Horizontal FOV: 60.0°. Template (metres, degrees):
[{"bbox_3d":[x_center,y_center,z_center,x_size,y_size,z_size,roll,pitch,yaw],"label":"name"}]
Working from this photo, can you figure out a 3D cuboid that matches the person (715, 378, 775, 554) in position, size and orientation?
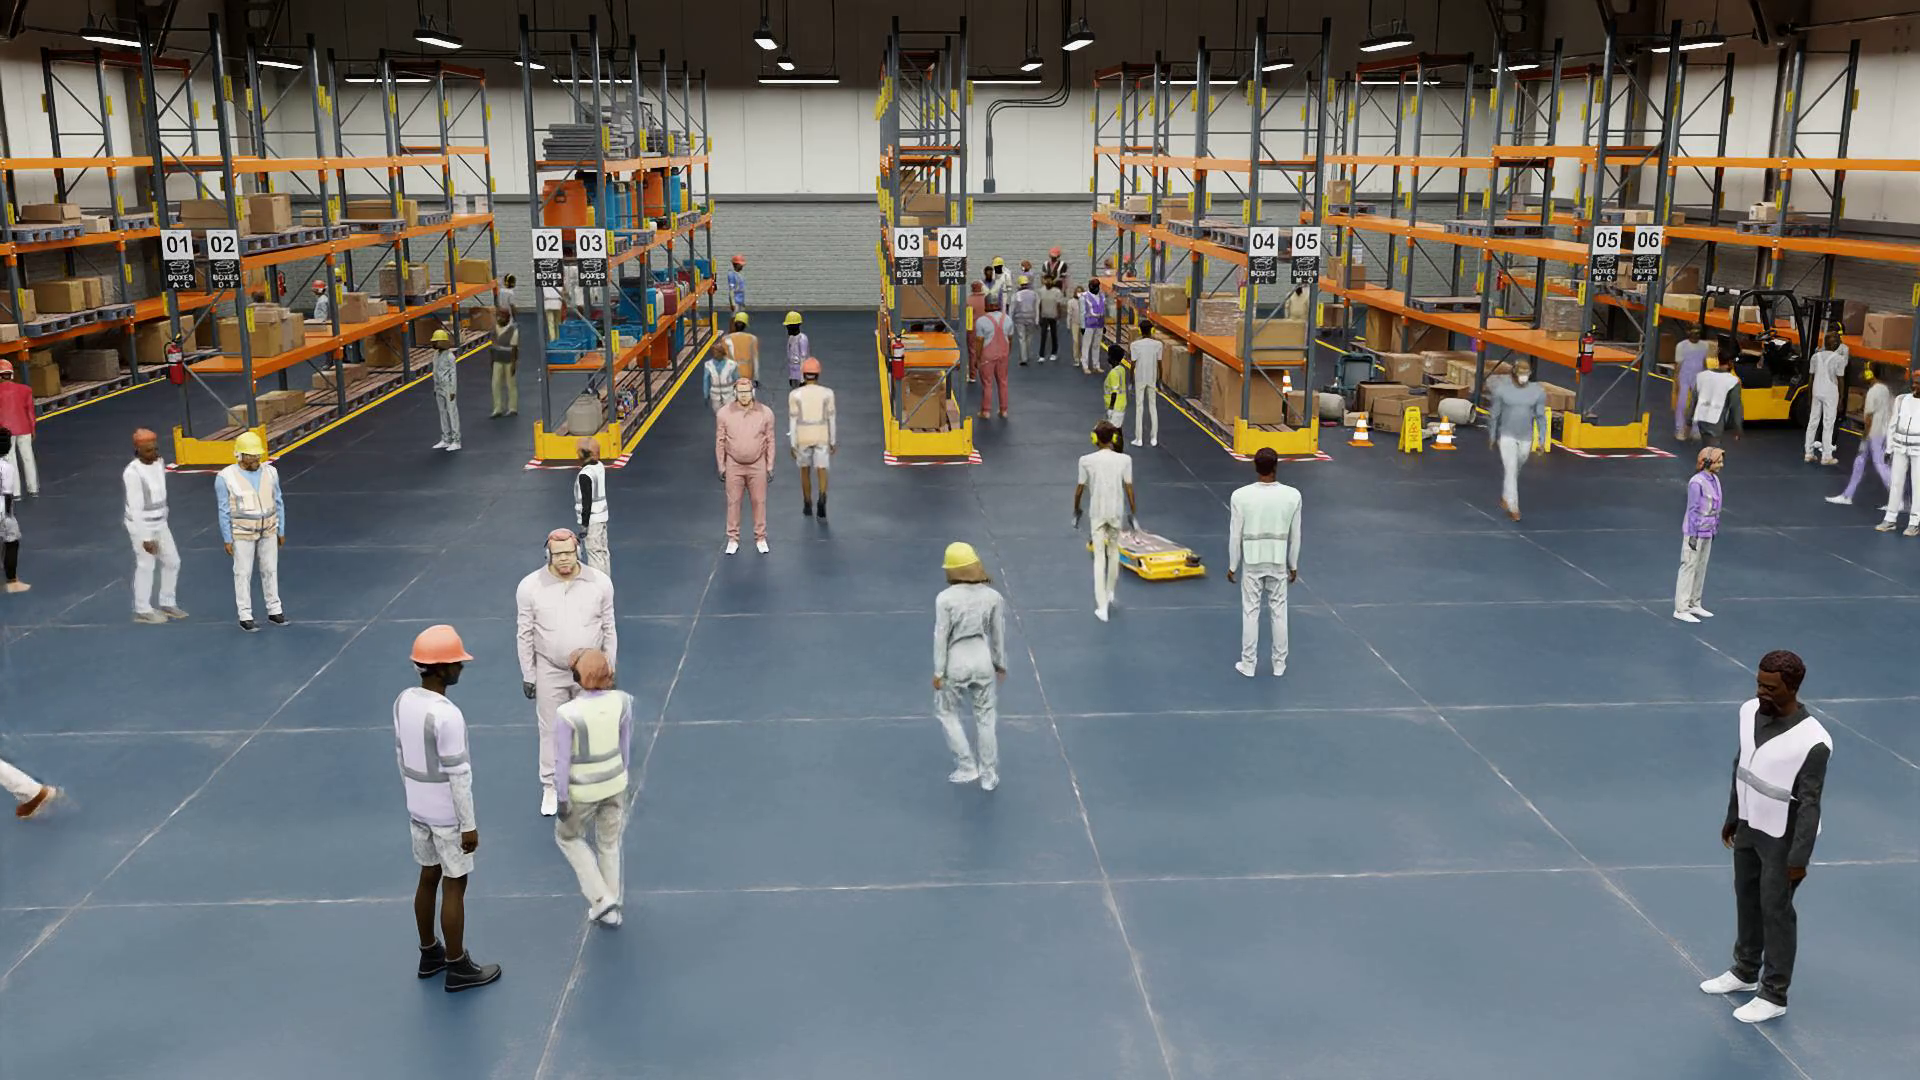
[{"bbox_3d":[-2.305,-0.795,17.924,0.643,1.909,0.410,-2,13,-9],"label":"person"}]

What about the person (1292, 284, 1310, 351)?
[{"bbox_3d":[7.372,-4.904,35.674,0.531,1.735,0.716,5,14,21],"label":"person"}]

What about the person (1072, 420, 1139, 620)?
[{"bbox_3d":[1.358,-0.221,15.683,0.581,1.815,0.950,-1,13,-4],"label":"person"}]

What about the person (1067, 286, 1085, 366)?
[{"bbox_3d":[2.391,-4.270,33.268,0.523,1.614,0.517,0,13,-2],"label":"person"}]

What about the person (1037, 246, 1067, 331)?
[{"bbox_3d":[2.184,-5.979,39.651,0.659,2.012,0.658,8,15,30],"label":"person"}]

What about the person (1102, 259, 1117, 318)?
[{"bbox_3d":[3.733,-6.158,41.255,0.403,1.610,0.534,10,16,35],"label":"person"}]

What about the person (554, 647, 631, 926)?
[{"bbox_3d":[-2.051,1.385,9.285,0.377,1.626,0.539,12,18,41],"label":"person"}]

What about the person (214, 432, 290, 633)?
[{"bbox_3d":[-6.394,-0.077,15.067,0.403,1.824,0.591,12,18,41],"label":"person"}]

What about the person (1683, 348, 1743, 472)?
[{"bbox_3d":[9.449,-1.460,20.784,0.759,1.882,0.666,-8,15,-29],"label":"person"}]

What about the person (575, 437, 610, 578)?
[{"bbox_3d":[-3.509,-0.182,15.889,0.307,1.645,0.513,1,13,3],"label":"person"}]

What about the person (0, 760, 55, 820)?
[{"bbox_3d":[-6.336,0.978,10.407,1.005,1.930,0.624,-10,17,-36],"label":"person"}]

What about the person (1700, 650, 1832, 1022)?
[{"bbox_3d":[4.072,1.465,8.345,0.397,1.911,0.587,-2,13,-10],"label":"person"}]

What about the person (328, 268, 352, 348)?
[{"bbox_3d":[-13.525,-5.046,36.281,0.485,1.745,0.296,-12,18,-42],"label":"person"}]

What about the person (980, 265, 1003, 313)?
[{"bbox_3d":[0.609,-4.865,35.200,0.597,1.899,0.739,-3,14,-13],"label":"person"}]

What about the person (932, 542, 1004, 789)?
[{"bbox_3d":[0.057,0.861,11.292,0.572,1.724,0.360,-6,15,-24],"label":"person"}]

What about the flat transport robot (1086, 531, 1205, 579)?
[{"bbox_3d":[1.935,0.130,17.507,0.652,0.197,1.431,-5,14,-21],"label":"flat transport robot"}]

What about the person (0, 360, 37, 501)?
[{"bbox_3d":[-11.788,-1.357,20.690,0.425,1.747,0.585,10,17,37],"label":"person"}]

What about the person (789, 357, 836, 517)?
[{"bbox_3d":[-1.732,-1.189,19.585,0.551,1.920,0.703,-2,13,-9],"label":"person"}]

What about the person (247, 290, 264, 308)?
[{"bbox_3d":[-13.526,-3.991,32.074,0.541,1.606,0.758,0,13,2],"label":"person"}]

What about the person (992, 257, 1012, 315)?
[{"bbox_3d":[0.868,-5.340,37.131,0.593,1.924,0.380,11,17,39],"label":"person"}]

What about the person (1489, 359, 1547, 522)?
[{"bbox_3d":[6.614,-1.221,19.789,0.639,1.894,1.022,1,13,4],"label":"person"}]

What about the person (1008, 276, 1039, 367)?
[{"bbox_3d":[1.231,-4.402,33.433,0.616,1.796,0.841,-4,14,-18],"label":"person"}]

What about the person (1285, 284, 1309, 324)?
[{"bbox_3d":[6.917,-4.517,34.066,0.579,1.727,0.698,4,14,17],"label":"person"}]

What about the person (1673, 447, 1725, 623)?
[{"bbox_3d":[6.849,-0.056,15.392,0.516,1.632,0.311,-13,18,-43],"label":"person"}]

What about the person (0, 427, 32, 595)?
[{"bbox_3d":[-9.413,-0.242,16.081,0.551,1.664,0.673,5,14,22],"label":"person"}]

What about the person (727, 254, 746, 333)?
[{"bbox_3d":[-4.837,-5.211,36.344,0.394,2.040,0.610,4,14,16],"label":"person"}]

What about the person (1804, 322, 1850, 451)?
[{"bbox_3d":[12.566,-2.216,24.023,0.325,1.871,0.521,-2,13,-8],"label":"person"}]

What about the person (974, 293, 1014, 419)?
[{"bbox_3d":[0.503,-2.996,26.962,0.673,2.000,0.536,-7,15,-28],"label":"person"}]

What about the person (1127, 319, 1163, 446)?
[{"bbox_3d":[2.720,-2.308,24.423,0.534,1.864,0.313,-2,13,-9],"label":"person"}]

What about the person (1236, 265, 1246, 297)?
[{"bbox_3d":[7.296,-6.720,43.322,0.316,1.769,0.523,2,13,9],"label":"person"}]

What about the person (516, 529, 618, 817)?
[{"bbox_3d":[-2.563,0.858,10.922,0.644,1.908,0.408,-5,14,-20],"label":"person"}]

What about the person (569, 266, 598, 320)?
[{"bbox_3d":[-8.854,-5.817,39.092,0.656,1.973,1.082,-2,13,-9],"label":"person"}]

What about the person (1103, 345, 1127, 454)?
[{"bbox_3d":[2.106,-1.810,22.674,0.318,1.694,0.553,3,14,13],"label":"person"}]

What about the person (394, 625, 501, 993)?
[{"bbox_3d":[-2.668,1.381,8.641,0.551,1.933,0.373,12,18,41],"label":"person"}]

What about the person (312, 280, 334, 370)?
[{"bbox_3d":[-12.600,-4.254,32.905,0.324,1.752,0.562,-5,14,-22],"label":"person"}]

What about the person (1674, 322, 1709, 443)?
[{"bbox_3d":[10.819,-2.333,24.653,0.529,1.807,0.648,0,13,0],"label":"person"}]

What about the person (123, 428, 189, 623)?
[{"bbox_3d":[-7.410,-0.113,15.158,0.536,1.846,0.610,1,13,6],"label":"person"}]

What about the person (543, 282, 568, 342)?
[{"bbox_3d":[-8.795,-4.989,35.928,0.585,1.793,0.966,-4,14,-16],"label":"person"}]

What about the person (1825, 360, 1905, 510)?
[{"bbox_3d":[11.088,-1.261,20.140,0.785,1.845,0.602,11,17,38],"label":"person"}]

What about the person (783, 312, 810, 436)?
[{"bbox_3d":[-2.452,-2.478,25.040,0.410,1.918,0.585,-6,15,-24],"label":"person"}]

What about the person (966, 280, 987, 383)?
[{"bbox_3d":[0.323,-3.890,31.048,0.637,1.904,0.403,-5,14,-20],"label":"person"}]

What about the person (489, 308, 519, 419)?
[{"bbox_3d":[-7.359,-2.844,26.817,0.606,1.802,0.692,4,14,18],"label":"person"}]

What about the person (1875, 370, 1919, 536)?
[{"bbox_3d":[10.761,-0.993,18.814,0.356,1.882,0.574,-9,16,-35],"label":"person"}]

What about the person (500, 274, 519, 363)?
[{"bbox_3d":[-9.178,-4.440,33.525,0.697,1.840,0.687,10,17,38],"label":"person"}]

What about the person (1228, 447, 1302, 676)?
[{"bbox_3d":[2.508,0.190,13.733,0.590,1.916,0.399,0,13,1],"label":"person"}]

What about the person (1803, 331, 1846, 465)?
[{"bbox_3d":[11.975,-1.963,23.004,0.345,1.847,0.504,-8,15,-30],"label":"person"}]

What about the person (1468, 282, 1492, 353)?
[{"bbox_3d":[10.258,-4.273,33.099,0.575,1.706,0.920,-1,13,-4],"label":"person"}]

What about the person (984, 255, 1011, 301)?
[{"bbox_3d":[0.868,-5.661,38.561,0.650,1.894,0.433,1,13,4],"label":"person"}]

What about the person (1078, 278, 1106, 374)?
[{"bbox_3d":[2.590,-4.144,32.245,0.626,1.846,0.429,-9,16,-33],"label":"person"}]

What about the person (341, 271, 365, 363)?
[{"bbox_3d":[-12.422,-4.568,33.875,0.543,1.928,0.401,-10,17,-37],"label":"person"}]

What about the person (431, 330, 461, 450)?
[{"bbox_3d":[-7.477,-2.173,24.111,0.484,1.744,0.295,11,17,38],"label":"person"}]

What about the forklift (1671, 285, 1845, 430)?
[{"bbox_3d":[12.503,-2.886,26.166,2.313,2.155,1.214,-1,13,-3],"label":"forklift"}]

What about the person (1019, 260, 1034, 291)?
[{"bbox_3d":[1.608,-6.007,40.587,0.285,1.633,0.498,-11,17,-39],"label":"person"}]

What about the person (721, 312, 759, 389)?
[{"bbox_3d":[-3.317,-2.494,25.189,0.610,1.883,0.606,-6,14,-22],"label":"person"}]

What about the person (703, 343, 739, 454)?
[{"bbox_3d":[-3.391,-2.045,23.895,0.555,1.593,0.870,1,13,5],"label":"person"}]

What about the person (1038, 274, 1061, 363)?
[{"bbox_3d":[1.826,-4.529,33.974,0.535,1.808,1.003,4,14,16],"label":"person"}]
